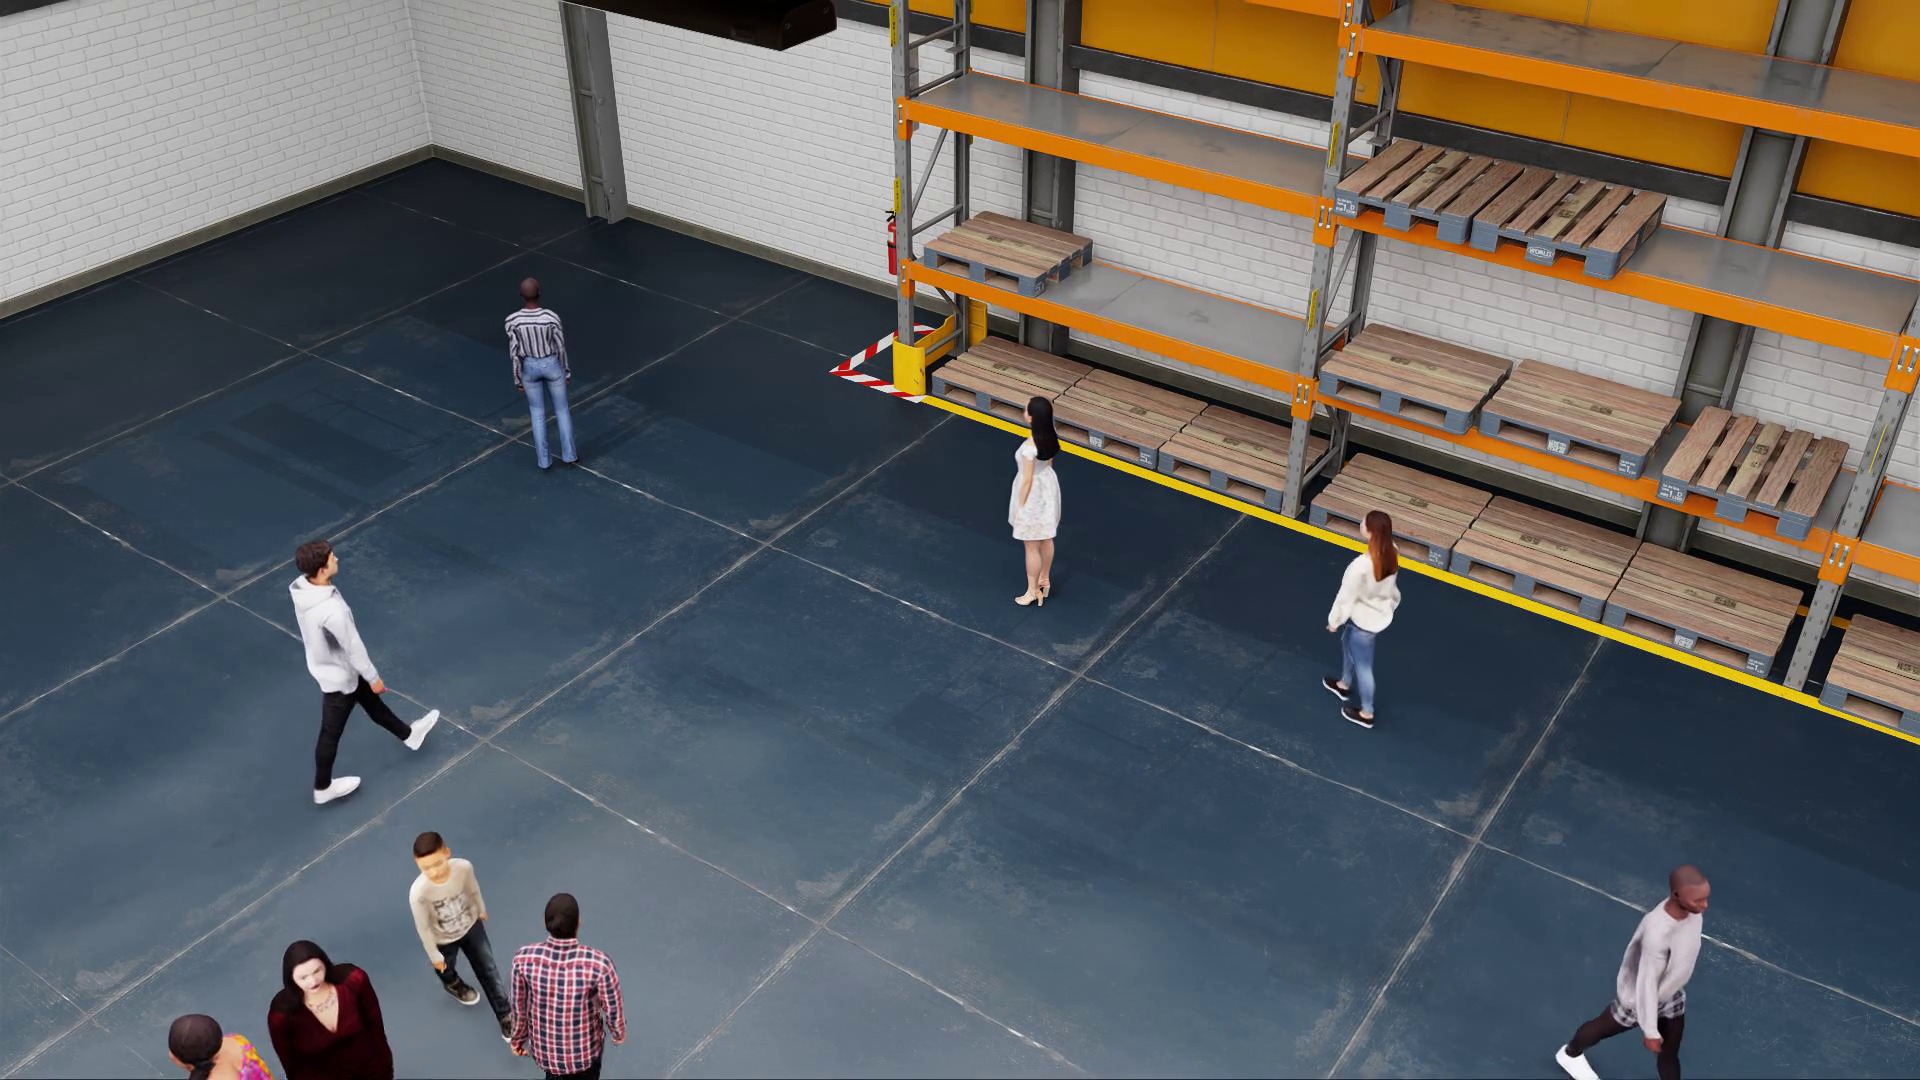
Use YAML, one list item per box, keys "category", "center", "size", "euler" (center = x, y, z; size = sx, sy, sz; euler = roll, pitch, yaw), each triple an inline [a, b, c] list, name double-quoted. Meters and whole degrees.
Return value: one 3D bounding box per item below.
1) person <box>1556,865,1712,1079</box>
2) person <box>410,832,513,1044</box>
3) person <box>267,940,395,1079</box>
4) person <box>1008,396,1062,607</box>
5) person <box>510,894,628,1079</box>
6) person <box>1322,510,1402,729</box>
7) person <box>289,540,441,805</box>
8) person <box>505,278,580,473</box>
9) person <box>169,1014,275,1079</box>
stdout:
- category: "person"
  center: [3.476, 2.299, 8.629]
  size: [0.892, 1.730, 1.217]
  euler: [-22, 39, -29]
- category: "person"
  center: [-2.827, 2.117, 9.173]
  size: [1.054, 1.430, 0.725]
  euler: [28, 43, 36]
- category: "person"
  center: [-3.115, 2.552, 8.236]
  size: [0.814, 1.744, 0.952]
  euler: [-22, 40, -30]
- category: "person"
  center: [0.571, -0.290, 12.483]
  size: [0.631, 1.775, 0.646]
  euler: [19, 38, 26]
- category: "person"
  center: [-1.970, 2.534, 8.265]
  size: [0.805, 1.742, 0.919]
  euler: [0, 34, 0]
- category: "person"
  center: [2.827, 0.574, 11.276]
  size: [0.721, 1.672, 0.827]
  euler: [-27, 42, -34]
- category: "person"
  center: [-4.057, 0.893, 10.616]
  size: [0.965, 1.872, 1.212]
  euler: [-26, 41, -33]
- category: "person"
  center: [-3.536, -1.392, 14.121]
  size: [0.690, 1.796, 0.743]
  euler: [-7, 34, -10]
- category: "person"
  center: [-3.332, 2.848, 7.863]
  size: [1.165, 1.664, 1.206]
  euler: [-11, 35, -16]
